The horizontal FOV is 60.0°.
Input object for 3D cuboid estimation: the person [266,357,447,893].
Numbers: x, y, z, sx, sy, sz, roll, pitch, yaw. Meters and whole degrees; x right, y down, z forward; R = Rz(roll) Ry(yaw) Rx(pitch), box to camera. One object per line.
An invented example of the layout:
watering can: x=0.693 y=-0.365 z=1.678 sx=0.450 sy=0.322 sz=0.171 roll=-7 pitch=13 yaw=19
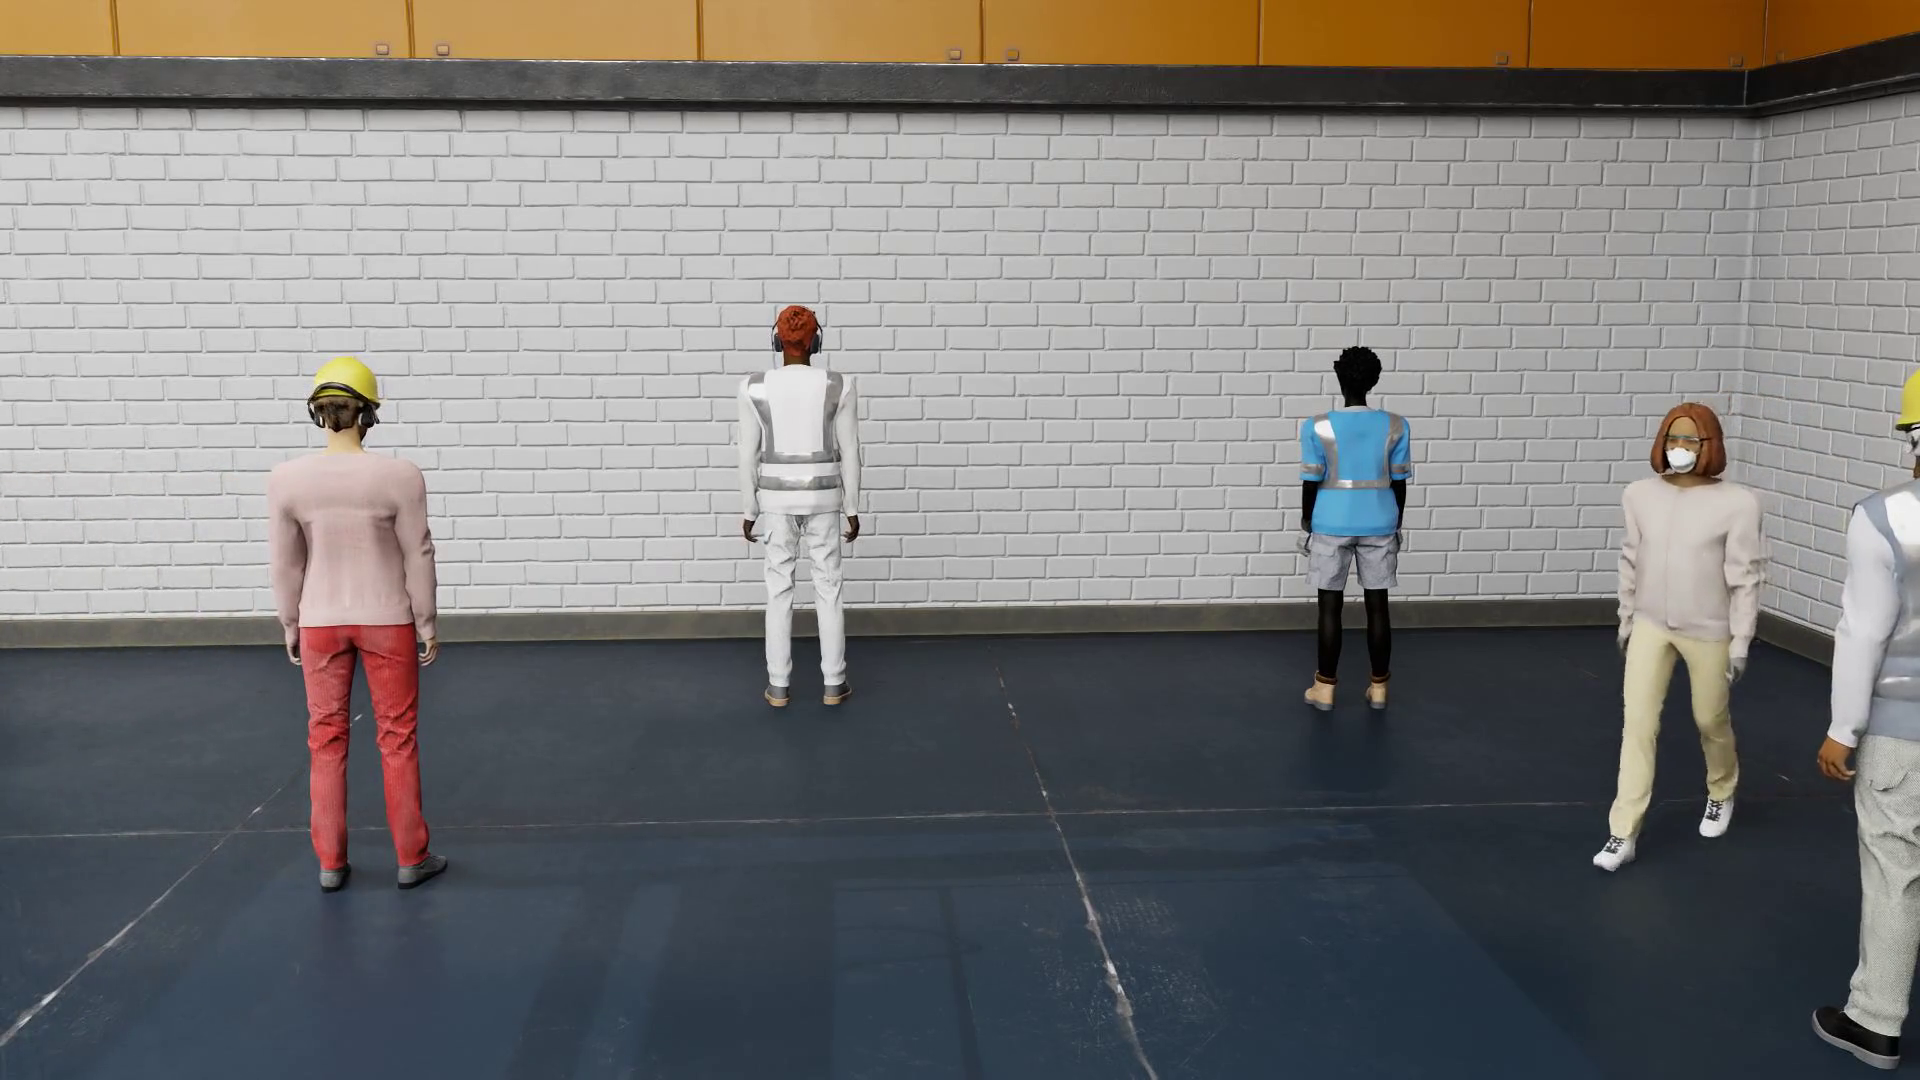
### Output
person: x=-1.971 y=0.284 z=5.461 sx=0.522 sy=1.761 sz=0.321 roll=-1 pitch=9 yaw=-4

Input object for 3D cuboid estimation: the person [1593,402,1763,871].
person: x=2.538 y=0.311 z=5.803 sx=0.510 sy=1.596 sz=0.852 roll=9 pitch=13 yaw=44

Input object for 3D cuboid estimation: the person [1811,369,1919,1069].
person: x=2.483 y=0.446 z=4.240 sx=0.586 sy=1.823 sz=0.403 roll=-1 pitch=9 yaw=-4

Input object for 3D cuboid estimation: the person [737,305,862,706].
person: x=-0.747 y=-0.152 z=7.811 sx=0.573 sy=1.883 sz=0.356 roll=-1 pitch=9 yaw=-4

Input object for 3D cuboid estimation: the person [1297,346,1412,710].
person: x=1.823 y=-0.047 z=7.730 sx=0.532 sy=1.696 sz=0.319 roll=-1 pitch=9 yaw=-4
